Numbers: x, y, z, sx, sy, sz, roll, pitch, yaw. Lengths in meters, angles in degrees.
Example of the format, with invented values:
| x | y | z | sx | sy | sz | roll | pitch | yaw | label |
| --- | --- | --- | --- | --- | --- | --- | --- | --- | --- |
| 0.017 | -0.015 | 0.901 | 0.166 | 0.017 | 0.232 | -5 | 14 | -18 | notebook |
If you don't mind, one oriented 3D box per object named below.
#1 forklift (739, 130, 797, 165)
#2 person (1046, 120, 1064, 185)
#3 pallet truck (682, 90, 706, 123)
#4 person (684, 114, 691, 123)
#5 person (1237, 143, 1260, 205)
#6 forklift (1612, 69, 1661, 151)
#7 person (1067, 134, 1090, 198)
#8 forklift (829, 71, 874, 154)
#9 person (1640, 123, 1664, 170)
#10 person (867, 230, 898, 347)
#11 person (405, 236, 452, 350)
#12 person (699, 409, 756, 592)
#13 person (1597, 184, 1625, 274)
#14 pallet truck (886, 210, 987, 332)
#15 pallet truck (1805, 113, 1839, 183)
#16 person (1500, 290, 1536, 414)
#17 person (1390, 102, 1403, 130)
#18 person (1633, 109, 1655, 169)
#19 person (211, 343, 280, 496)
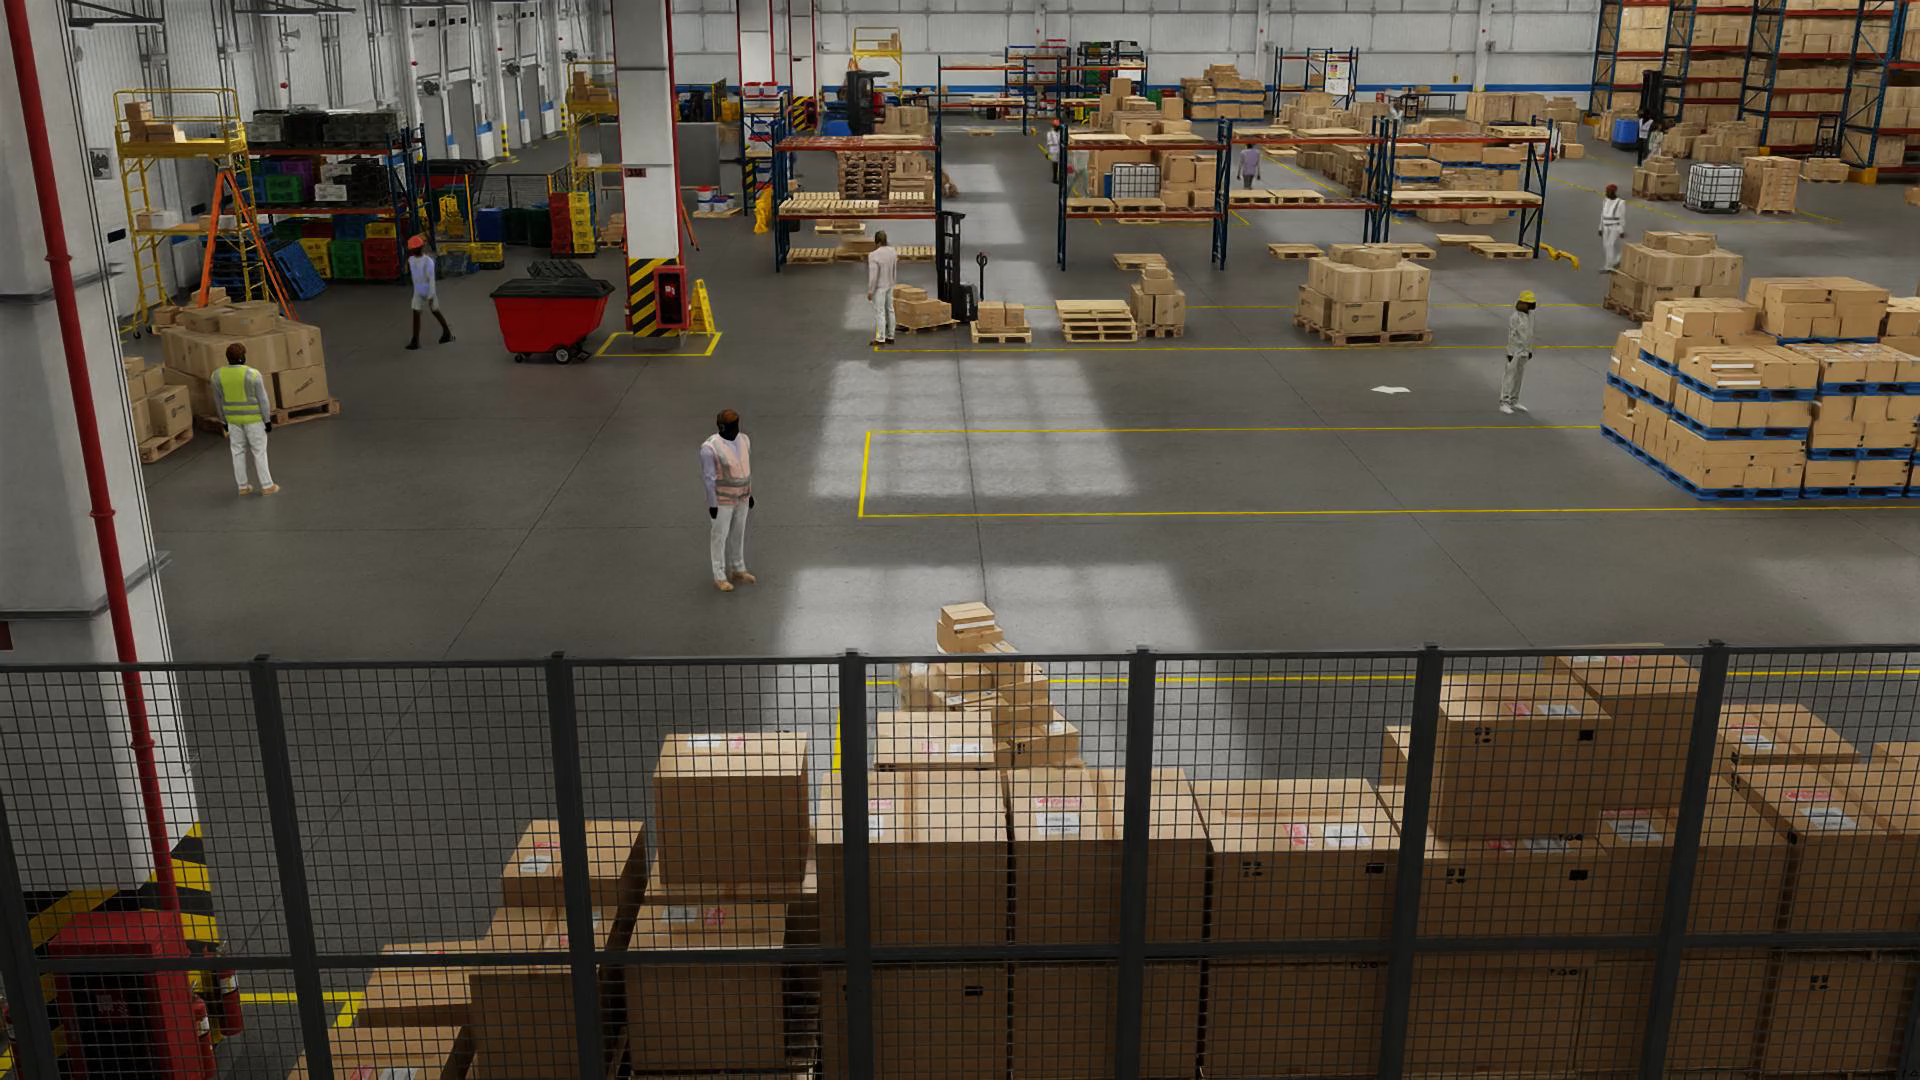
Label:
| x | y | z | sx | sy | sz | roll | pitch | yaw | label |
| --- | --- | --- | --- | --- | --- | --- | --- | --- | --- |
| -6.391 | -13.889 | 55.073 | 1.873 | 2.768 | 1.129 | -1 | 19 | -1 | forklift |
| 2.928 | -11.631 | 49.899 | 0.571 | 1.890 | 0.893 | -7 | 20 | -21 | person |
| -9.671 | -15.907 | 62.421 | 0.823 | 1.965 | 1.885 | 5 | 19 | 15 | pallet truck |
| -8.934 | -13.146 | 54.691 | 0.322 | 1.697 | 0.530 | 3 | 19 | 10 | person |
| 7.805 | -9.910 | 44.816 | 0.591 | 1.887 | 0.875 | -7 | 20 | -19 | person |
| 24.567 | -15.373 | 59.477 | 1.873 | 2.768 | 1.129 | 0 | 19 | 1 | forklift |
| 3.277 | -10.230 | 45.781 | 0.724 | 1.881 | 1.032 | -17 | 25 | -40 | person |
| -3.629 | -15.158 | 58.838 | 1.873 | 2.768 | 1.129 | 9 | 21 | 25 | forklift |
| 21.832 | -12.302 | 52.328 | 0.527 | 1.612 | 0.770 | -6 | 20 | -18 | person |
| -1.307 | -4.197 | 27.774 | 0.373 | 1.940 | 0.627 | 15 | 24 | 37 | person |
| -8.909 | -4.153 | 27.753 | 0.545 | 1.882 | 1.007 | 8 | 20 | 21 | person |
| -2.300 | -0.417 | 16.707 | 0.430 | 1.845 | 0.621 | 14 | 23 | 35 | person |
| 13.681 | -6.503 | 34.752 | 0.671 | 1.859 | 0.646 | -7 | 20 | -19 | person |
| -0.493 | -4.759 | 29.349 | 1.885 | 1.965 | 0.823 | -13 | 23 | -34 | pallet truck |
| 26.403 | -11.957 | 50.702 | 0.823 | 1.965 | 1.885 | 6 | 19 | 16 | pallet truck |
| 7.941 | -2.672 | 23.551 | 0.488 | 1.743 | 0.317 | -12 | 22 | -32 | person |
| 15.941 | -15.206 | 60.926 | 0.520 | 1.622 | 0.644 | -4 | 19 | -12 | person |
| 22.197 | -12.996 | 53.925 | 0.397 | 1.911 | 0.587 | -8 | 20 | -23 | person |
| -8.455 | -1.422 | 19.692 | 0.627 | 1.844 | 0.429 | 0 | 19 | 1 | person |
